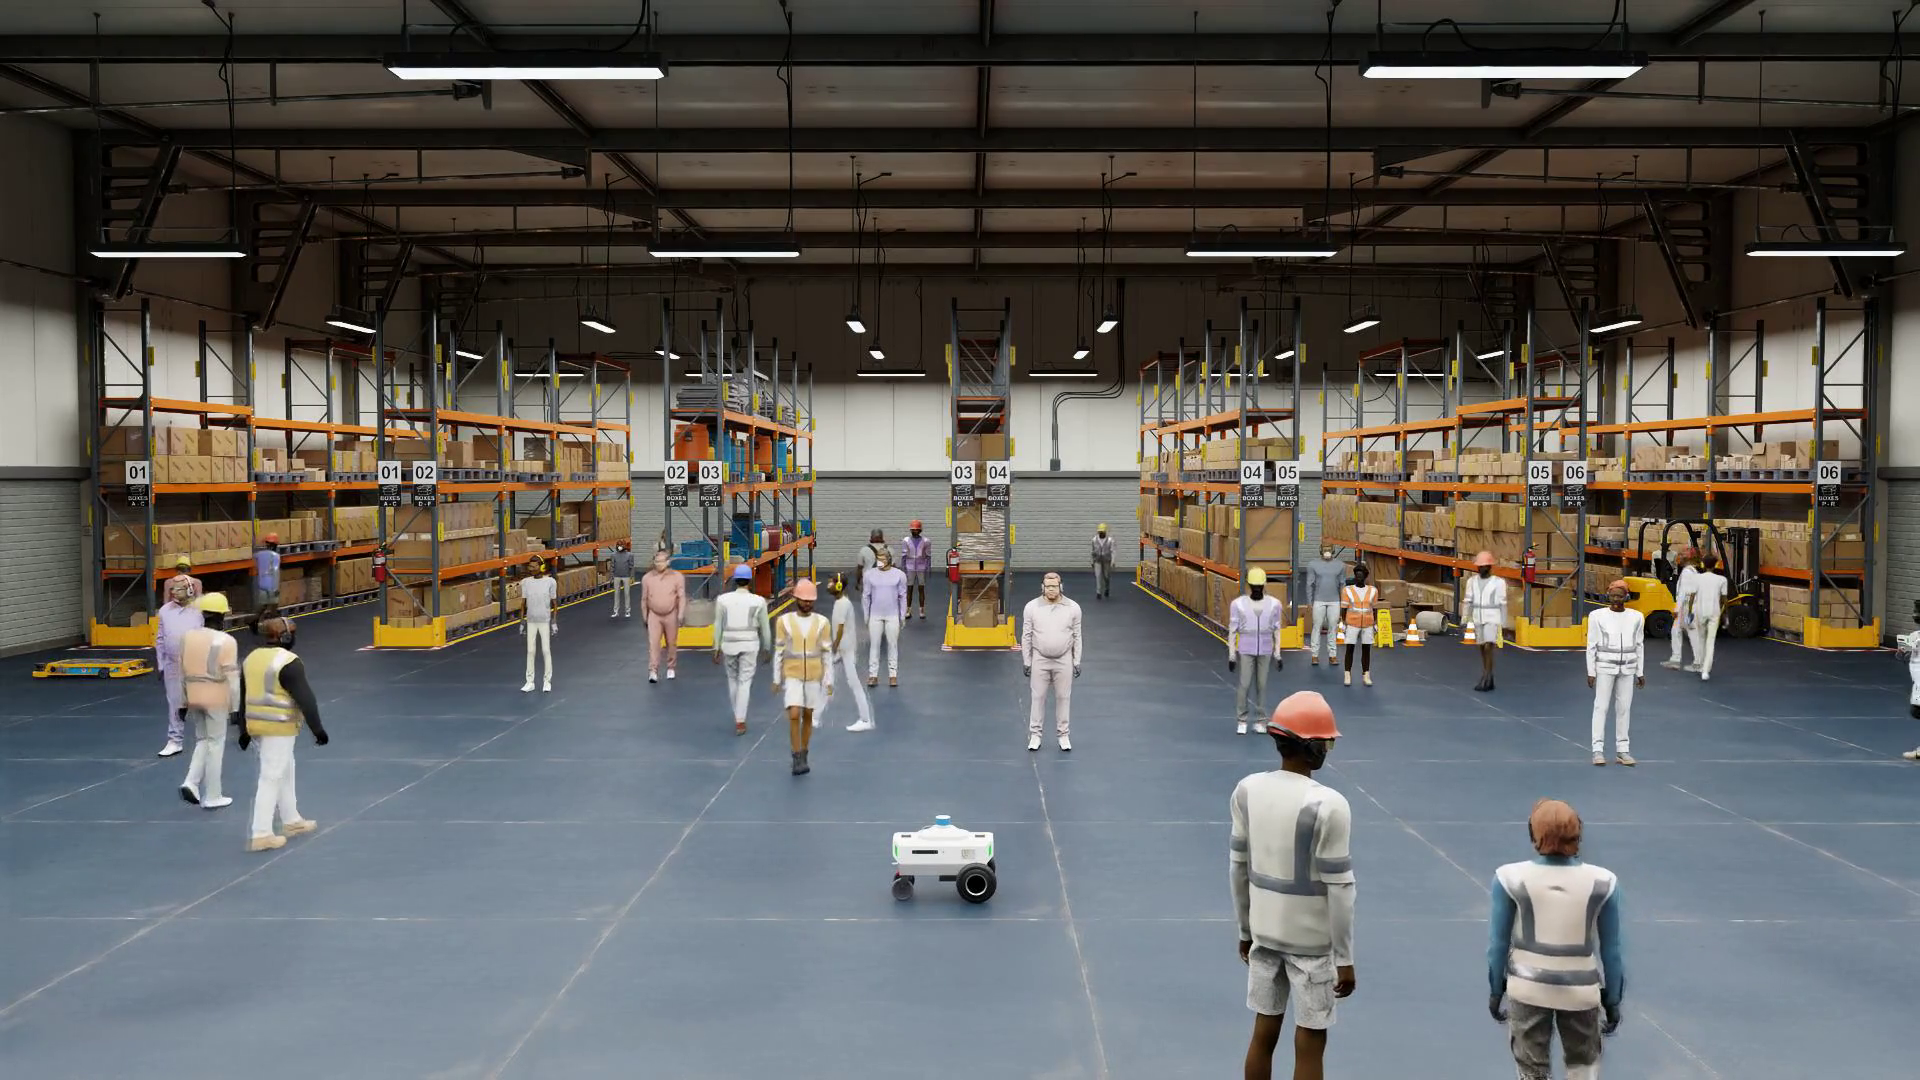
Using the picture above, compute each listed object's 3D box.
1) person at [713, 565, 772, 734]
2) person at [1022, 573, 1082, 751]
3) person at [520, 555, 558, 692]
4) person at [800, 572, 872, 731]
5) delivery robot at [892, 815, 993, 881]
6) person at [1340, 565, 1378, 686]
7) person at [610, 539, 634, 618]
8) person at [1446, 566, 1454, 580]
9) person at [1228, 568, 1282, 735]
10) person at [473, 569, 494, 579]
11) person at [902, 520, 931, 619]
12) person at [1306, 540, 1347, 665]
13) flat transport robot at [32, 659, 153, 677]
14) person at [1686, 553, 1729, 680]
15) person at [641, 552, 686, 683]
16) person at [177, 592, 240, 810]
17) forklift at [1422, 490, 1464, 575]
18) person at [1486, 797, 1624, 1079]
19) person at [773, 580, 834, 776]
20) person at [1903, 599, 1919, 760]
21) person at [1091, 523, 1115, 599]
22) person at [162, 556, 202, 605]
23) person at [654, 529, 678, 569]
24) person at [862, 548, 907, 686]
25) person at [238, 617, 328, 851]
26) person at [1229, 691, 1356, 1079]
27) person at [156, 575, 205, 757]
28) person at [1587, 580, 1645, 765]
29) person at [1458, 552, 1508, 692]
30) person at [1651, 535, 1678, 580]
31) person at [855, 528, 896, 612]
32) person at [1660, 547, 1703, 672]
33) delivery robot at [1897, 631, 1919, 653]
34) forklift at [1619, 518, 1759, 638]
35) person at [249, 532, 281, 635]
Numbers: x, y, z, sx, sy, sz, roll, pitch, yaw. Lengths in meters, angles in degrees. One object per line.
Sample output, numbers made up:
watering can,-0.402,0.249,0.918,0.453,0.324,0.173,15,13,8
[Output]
person,-2.485,1.241,18.712,0.653,1.906,0.920,0,2,8
person,0.989,1.301,17.315,0.644,1.907,0.400,0,2,2
person,-5.745,1.136,22.017,0.518,1.862,0.323,0,2,2
person,-1.451,1.288,18.576,0.960,1.833,0.508,-1,2,-17
delivery robot,-0.121,2.179,11.324,0.707,0.478,0.477,0,2,0
person,5.602,1.191,22.630,0.537,1.697,0.320,0,2,2
person,-7.011,0.792,33.499,0.503,1.632,0.274,0,2,2
person,13.750,0.192,45.529,0.571,1.878,1.012,0,2,3
person,3.359,1.269,18.372,0.595,1.895,0.529,0,2,-2
person,-11.283,0.511,38.260,0.631,1.814,0.472,0,2,11
person,-0.900,0.601,33.283,0.611,2.038,0.396,0,2,2
person,5.710,0.973,25.154,0.630,1.938,0.366,0,2,2
flat transport robot,-12.715,1.874,23.691,1.431,0.197,0.652,0,2,0
person,10.853,1.103,23.411,0.543,1.812,0.997,1,3,30
person,-4.253,1.097,23.133,0.644,1.856,0.984,0,2,-5
person,-6.610,1.417,14.258,0.618,1.913,0.410,1,2,18
forklift,13.926,-0.371,47.846,1.873,2.768,1.129,0,2,0
person,2.417,1.866,6.579,0.527,1.624,0.389,0,2,10
person,-1.521,1.354,15.865,0.584,1.909,0.759,-1,2,-16
person,9.989,1.442,16.584,0.442,1.685,0.538,1,3,31
person,3.447,0.490,38.941,0.592,1.808,0.805,0,2,10
person,-11.598,1.117,24.083,0.534,1.740,0.809,-1,3,-29
person,-6.296,0.648,34.611,0.519,1.826,0.623,0,2,-8
person,-1.055,1.076,22.612,0.630,1.935,0.366,0,2,2
person,-5.389,1.524,12.935,0.654,1.811,0.804,2,3,36
person,1.417,1.652,6.771,0.394,2.042,0.611,-2,3,-37
person,-8.124,1.318,16.940,0.644,1.903,0.400,0,2,2
person,6.689,1.345,16.468,0.577,1.882,0.349,0,2,2
person,7.104,1.117,21.991,0.887,1.901,0.561,-2,3,-42
person,14.096,0.777,32.271,0.528,1.764,0.330,0,2,2
person,-1.567,0.761,29.758,0.692,2.000,0.994,-1,2,-16
person,10.862,1.042,24.316,0.780,1.856,0.572,1,3,28
delivery robot,15.273,1.612,25.605,0.707,0.478,0.477,0,2,0
forklift,13.417,0.684,29.791,2.313,2.155,1.214,0,2,0
person,-12.549,0.821,29.235,0.546,1.916,0.576,1,2,19
